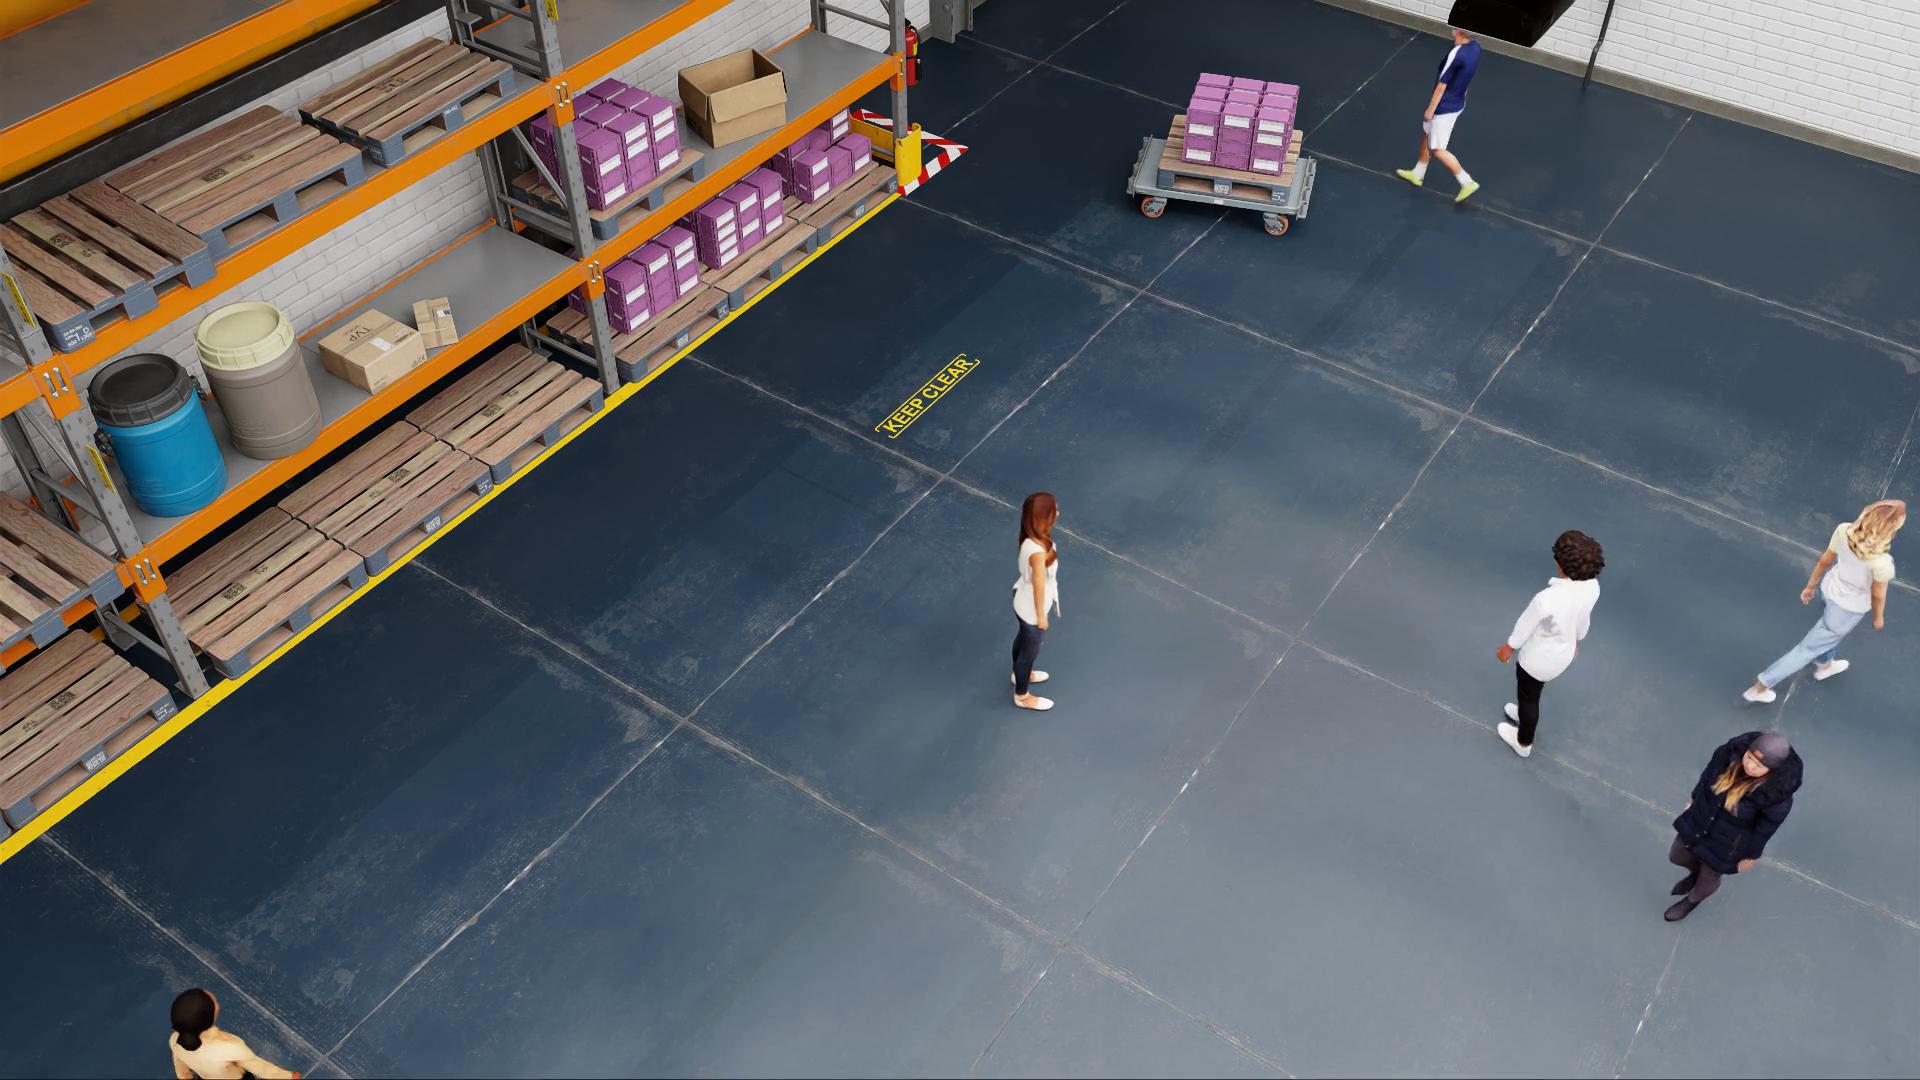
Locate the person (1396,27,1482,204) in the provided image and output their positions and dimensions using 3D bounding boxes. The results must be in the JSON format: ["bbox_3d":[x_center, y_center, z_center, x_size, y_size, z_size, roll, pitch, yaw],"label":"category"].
[{"bbox_3d":[4.493,-3.911,15.120,0.690,1.813,1.005,26,49,25],"label":"person"}]

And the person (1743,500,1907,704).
[{"bbox_3d":[5.558,0.450,10.633,1.189,1.688,1.081,-11,45,-12],"label":"person"}]

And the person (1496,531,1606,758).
[{"bbox_3d":[3.672,0.721,10.269,0.705,1.797,0.801,-21,47,-20],"label":"person"}]

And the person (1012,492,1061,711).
[{"bbox_3d":[0.455,0.389,10.627,0.724,1.783,0.633,0,44,0],"label":"person"}]

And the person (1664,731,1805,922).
[{"bbox_3d":[4.397,1.600,9.445,0.825,1.662,0.794,-20,47,-20],"label":"person"}]

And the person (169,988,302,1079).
[{"bbox_3d":[-3.612,2.845,8.170,0.746,1.618,0.967,14,45,14],"label":"person"}]
